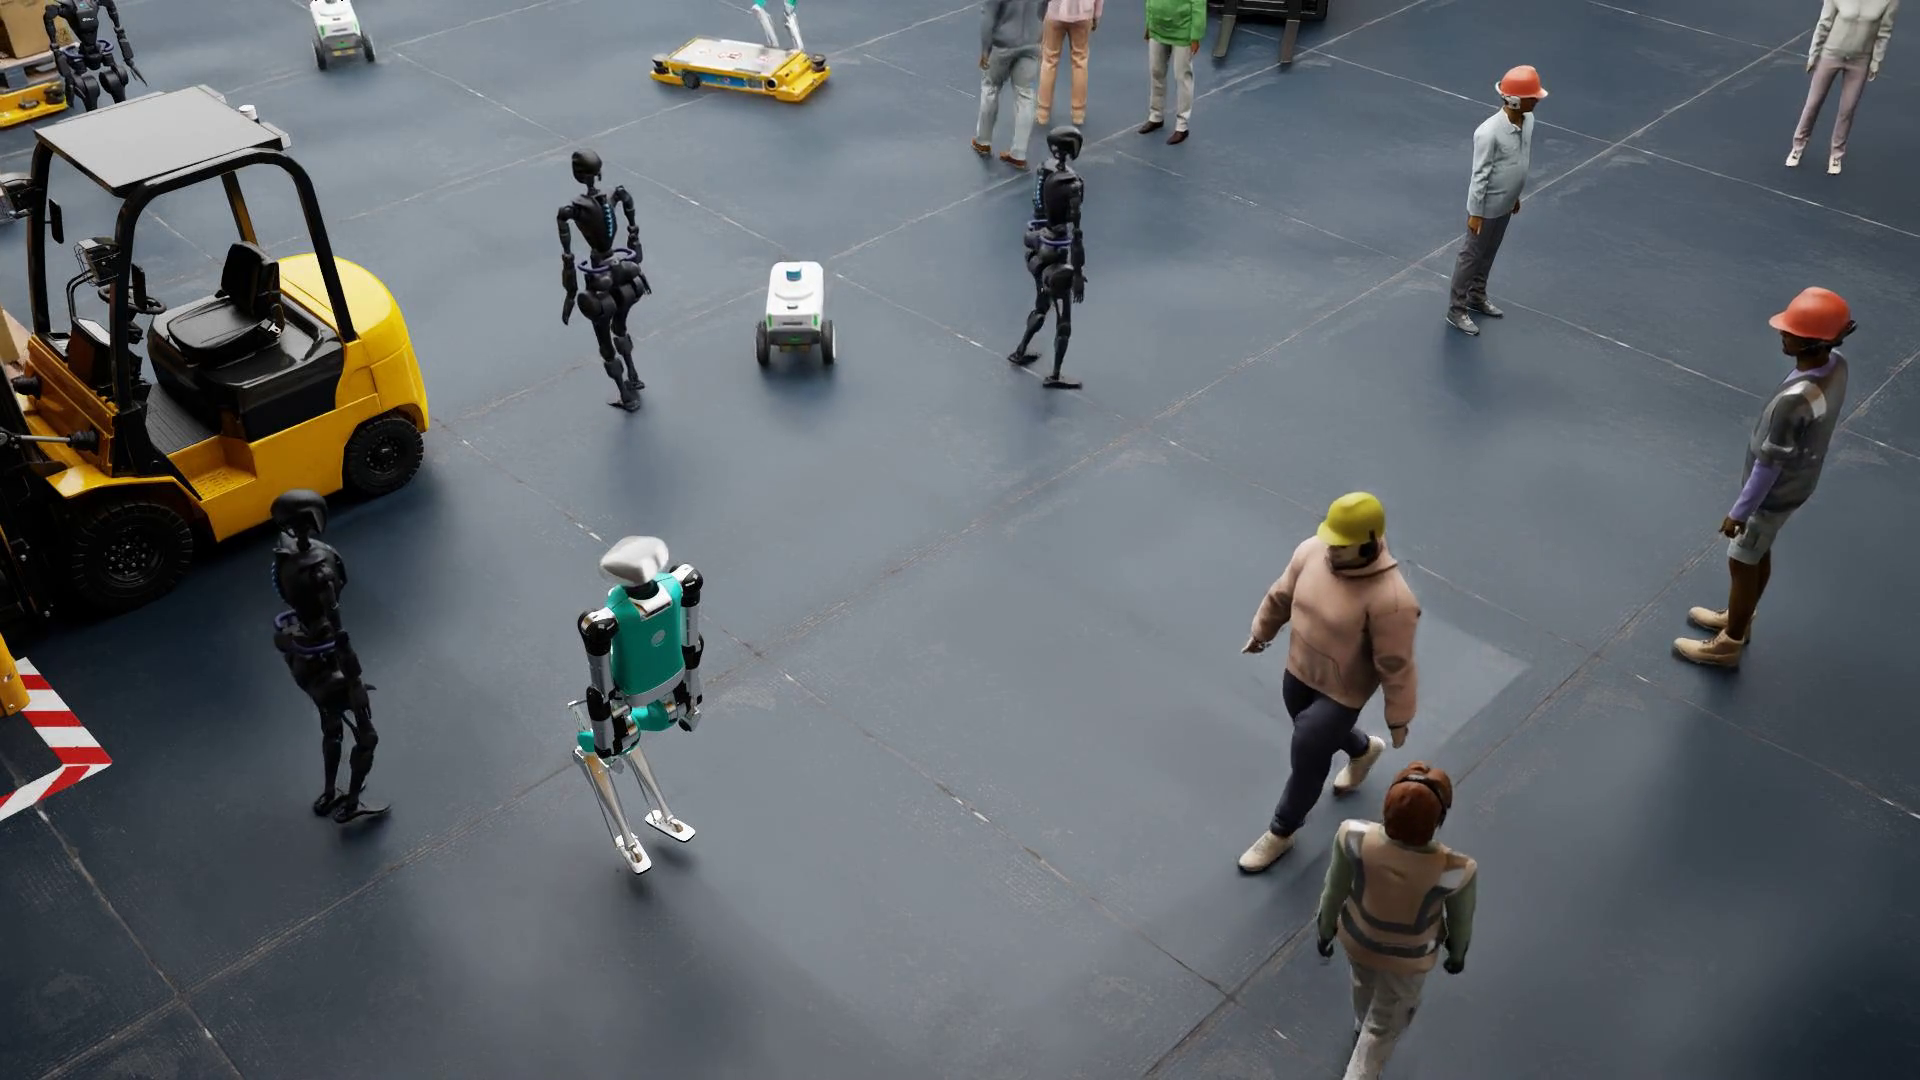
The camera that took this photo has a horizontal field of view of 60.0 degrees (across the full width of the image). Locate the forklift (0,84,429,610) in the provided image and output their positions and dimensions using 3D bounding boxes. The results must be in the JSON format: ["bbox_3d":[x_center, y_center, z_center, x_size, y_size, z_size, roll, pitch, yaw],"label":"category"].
[{"bbox_3d":[-4.145,-1.093,8.856,2.313,2.155,1.214,-31,47,-34],"label":"forklift"}]

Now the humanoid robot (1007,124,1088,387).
[{"bbox_3d":[0.546,-1.740,10.145,0.402,1.638,0.601,-15,39,-19],"label":"humanoid robot"}]

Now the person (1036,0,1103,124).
[{"bbox_3d":[0.874,-4.199,13.359,0.539,1.777,0.426,-2,37,-2],"label":"person"}]

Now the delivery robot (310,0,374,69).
[{"bbox_3d":[-5.578,-4.578,14.896,0.499,0.607,0.790,-15,39,-19],"label":"delivery robot"}]

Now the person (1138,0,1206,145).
[{"bbox_3d":[1.689,-4.041,13.149,0.551,1.778,0.383,28,45,32],"label":"person"}]

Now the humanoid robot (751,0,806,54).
[{"bbox_3d":[-1.584,-4.933,14.397,0.530,1.815,0.721,-25,43,-30],"label":"humanoid robot"}]

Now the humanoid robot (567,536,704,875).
[{"bbox_3d":[-1.392,0.612,6.839,0.533,1.677,0.735,-31,47,-34],"label":"humanoid robot"}]

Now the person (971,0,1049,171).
[{"bbox_3d":[0.391,-3.844,12.788,0.652,1.901,0.768,-16,40,-20],"label":"person"}]

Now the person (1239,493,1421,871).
[{"bbox_3d":[1.585,0.532,6.978,0.864,1.834,0.811,-22,42,-27],"label":"person"}]

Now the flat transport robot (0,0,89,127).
[{"bbox_3d":[-8.203,-3.851,14.152,1.431,0.231,0.659,27,45,32],"label":"flat transport robot"}]

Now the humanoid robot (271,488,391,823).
[{"bbox_3d":[-2.762,0.503,7.156,0.409,1.642,0.602,-28,45,-32],"label":"humanoid robot"}]

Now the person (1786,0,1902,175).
[{"bbox_3d":[6.726,-3.644,12.632,0.527,1.758,0.339,12,39,16],"label":"person"}]

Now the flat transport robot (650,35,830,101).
[{"bbox_3d":[-1.918,-4.112,14.501,1.431,0.231,0.659,13,39,16],"label":"flat transport robot"}]

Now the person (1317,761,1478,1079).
[{"bbox_3d":[1.520,1.457,5.937,0.517,1.606,0.848,21,42,25],"label":"person"}]

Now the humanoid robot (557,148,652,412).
[{"bbox_3d":[-2.115,-1.538,9.885,0.343,1.648,0.608,28,45,32],"label":"humanoid robot"}]

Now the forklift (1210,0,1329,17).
[{"bbox_3d":[3.106,-6.400,15.960,1.214,2.155,2.313,8,37,10],"label":"forklift"}]

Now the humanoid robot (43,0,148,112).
[{"bbox_3d":[-6.502,-3.543,12.552,0.599,1.657,0.315,-31,47,-34],"label":"humanoid robot"}]

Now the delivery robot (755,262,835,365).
[{"bbox_3d":[-1.061,-1.496,10.745,0.499,0.577,0.758,-1,37,-1],"label":"delivery robot"}]

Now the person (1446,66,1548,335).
[{"bbox_3d":[3.449,-2.188,10.683,0.562,1.753,0.326,-31,47,-34],"label":"person"}]

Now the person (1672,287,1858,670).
[{"bbox_3d":[3.822,-0.270,7.892,0.409,2.035,0.613,28,45,32],"label":"person"}]
